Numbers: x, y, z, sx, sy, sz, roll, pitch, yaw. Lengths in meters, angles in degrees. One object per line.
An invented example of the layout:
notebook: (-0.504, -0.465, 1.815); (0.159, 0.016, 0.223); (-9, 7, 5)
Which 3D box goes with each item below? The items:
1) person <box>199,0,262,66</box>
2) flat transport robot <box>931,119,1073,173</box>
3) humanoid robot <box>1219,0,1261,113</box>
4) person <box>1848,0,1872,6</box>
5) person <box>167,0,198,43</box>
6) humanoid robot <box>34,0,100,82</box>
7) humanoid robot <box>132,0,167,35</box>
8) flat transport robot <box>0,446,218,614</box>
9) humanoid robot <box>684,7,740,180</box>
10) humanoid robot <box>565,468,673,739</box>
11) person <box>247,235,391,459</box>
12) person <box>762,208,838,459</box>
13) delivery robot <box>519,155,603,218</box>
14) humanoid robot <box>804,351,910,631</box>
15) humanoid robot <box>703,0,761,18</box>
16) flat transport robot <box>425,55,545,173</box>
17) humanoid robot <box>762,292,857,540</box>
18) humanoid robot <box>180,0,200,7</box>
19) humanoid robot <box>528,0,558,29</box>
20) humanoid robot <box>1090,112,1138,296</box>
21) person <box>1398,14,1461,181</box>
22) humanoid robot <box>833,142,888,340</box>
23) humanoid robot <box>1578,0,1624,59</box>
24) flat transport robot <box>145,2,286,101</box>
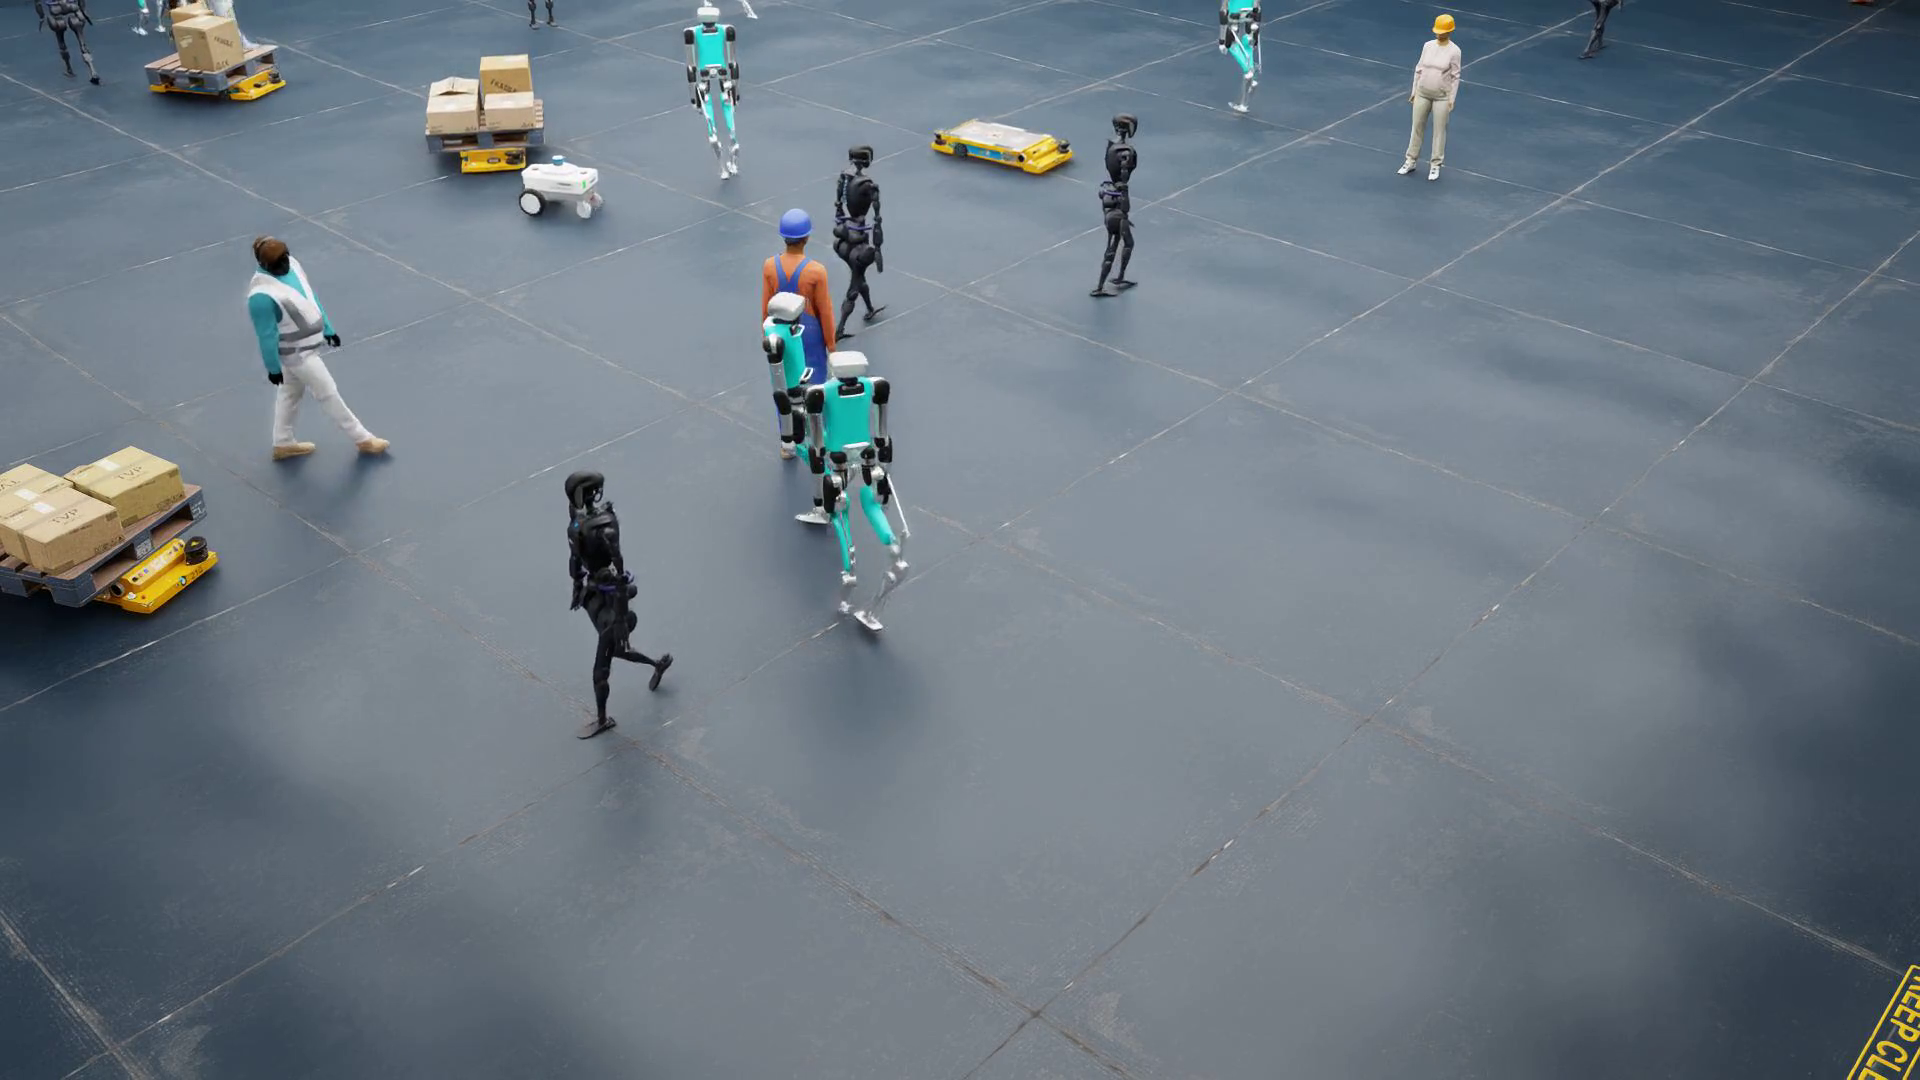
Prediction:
person: (-8.884, -6.337, 19.875); (1.022, 1.853, 0.619); (-8, 33, -13)
flat transport robot: (0.449, -4.281, 18.047); (1.431, 0.231, 0.659); (20, 37, 29)
humanoid robot: (3.257, -5.642, 18.872); (0.546, 1.778, 0.900); (-13, 34, -20)
person: (12.745, -8.414, 23.161); (0.676, 1.890, 0.442); (-27, 41, -36)
person: (-10.097, -7.342, 21.397); (0.607, 1.928, 0.885); (-23, 39, -32)
humanoid robot: (-10.850, -6.366, 20.121); (0.598, 1.630, 0.796); (-24, 39, -33)
humanoid robot: (-10.740, -7.429, 21.725); (0.942, 1.751, 0.549); (27, 41, 36)
flat transport robot: (-5.713, 0.130, 10.945); (1.431, 0.231, 0.659); (10, 33, 15)
humanoid robot: (-2.476, -4.490, 16.994); (0.544, 1.753, 0.951); (-9, 33, -14)
humanoid robot: (-1.955, 0.308, 9.358); (0.728, 1.638, 0.609); (-24, 39, -33)
person: (-4.697, -1.376, 11.931); (0.883, 1.781, 0.608); (-6, 32, -10)
person: (-1.147, -1.458, 11.948); (0.537, 1.908, 0.357); (8, 33, 12)
delivery robot: (-3.988, -3.524, 16.566); (0.803, 0.603, 0.499); (7, 33, 11)
humanoid robot: (-0.578, -0.196, 10.115); (0.551, 1.802, 0.820); (-13, 34, -20)
humanoid robot: (-3.197, -8.007, 22.671); (0.933, 1.771, 0.539); (10, 33, 15)
flat transport robot: (-5.119, -4.318, 18.107); (0.659, 0.231, 1.431); (-6, 32, -10)
humanoid robot: (-0.904, -0.748, 11.026); (0.707, 1.859, 0.548); (5, 32, 8)
humanoid robot: (-10.658, -8.009, 22.706); (0.541, 1.847, 0.660); (-17, 36, -25)
humanoid robot: (-5.647, -7.697, 22.208); (0.597, 1.654, 0.317); (-18, 36, -26)
humanoid robot: (1.397, -2.930, 14.540); (0.469, 1.643, 0.601); (-2, 32, -3)
person: (4.896, -4.578, 17.178); (0.469, 1.691, 0.325); (20, 37, 29)
humanoid robot: (-0.854, -2.516, 13.898); (0.715, 1.629, 0.591); (-26, 40, -35)
humanoid robot: (8.225, -6.964, 21.057); (0.708, 1.624, 0.613); (-14, 34, -21)
flat transport robot: (-8.962, -5.529, 20.058); (1.431, 0.231, 0.659); (9, 33, 14)
